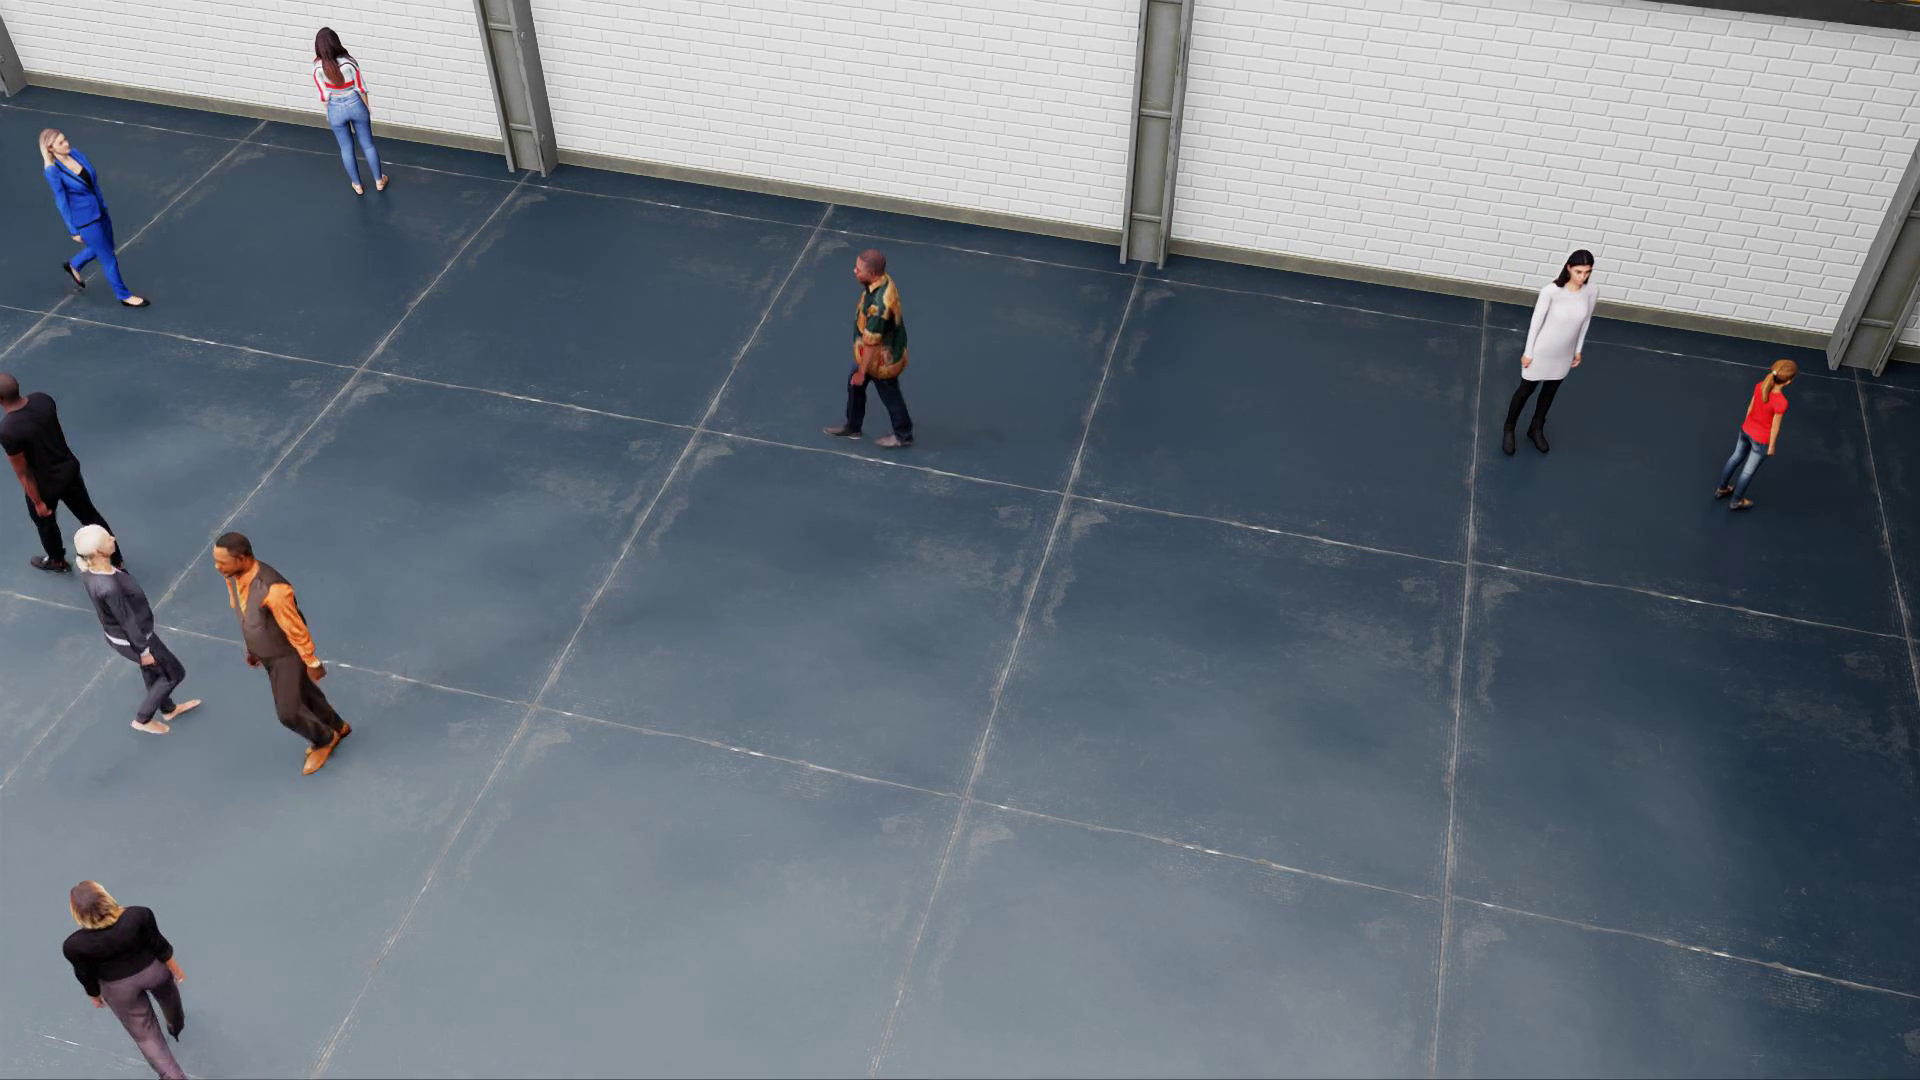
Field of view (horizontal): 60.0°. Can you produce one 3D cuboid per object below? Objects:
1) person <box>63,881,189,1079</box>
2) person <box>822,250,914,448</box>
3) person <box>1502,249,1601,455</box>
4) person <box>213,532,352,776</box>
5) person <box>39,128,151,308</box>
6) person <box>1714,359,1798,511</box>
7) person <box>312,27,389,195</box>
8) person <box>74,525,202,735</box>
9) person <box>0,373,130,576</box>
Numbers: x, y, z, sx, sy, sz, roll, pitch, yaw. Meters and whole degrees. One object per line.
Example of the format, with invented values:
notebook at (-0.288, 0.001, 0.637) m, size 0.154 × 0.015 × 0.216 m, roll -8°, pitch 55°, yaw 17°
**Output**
person at (-4.242, 2.371, 8.648) m, size 0.994 × 1.639 × 1.122 m, roll -28°, pitch 50°, yaw -27°
person at (-0.516, -1.398, 12.499) m, size 1.055 × 1.785 × 0.910 m, roll -7°, pitch 44°, yaw -8°
person at (4.461, -1.423, 12.508) m, size 0.569 × 1.807 × 0.732 m, roll -4°, pitch 44°, yaw -4°
person at (-4.117, 0.616, 10.308) m, size 0.765 × 1.891 × 0.877 m, roll 28°, pitch 50°, yaw 26°
person at (-7.382, -2.685, 13.925) m, size 0.996 × 1.681 × 0.708 m, roll 6°, pitch 44°, yaw 6°
person at (5.832, -0.770, 12.186) m, size 0.622 × 1.308 × 0.572 m, roll -12°, pitch 45°, yaw -12°
person at (-5.643, -3.956, 15.308) m, size 0.625 × 1.612 × 0.732 m, roll -13°, pitch 45°, yaw -13°
person at (-5.276, 0.620, 10.432) m, size 0.843 × 1.714 × 0.774 m, roll -32°, pitch 52°, yaw -29°
person at (-6.144, -0.390, 11.432) m, size 0.942 × 1.796 × 0.671 m, roll 11°, pitch 45°, yaw 11°
